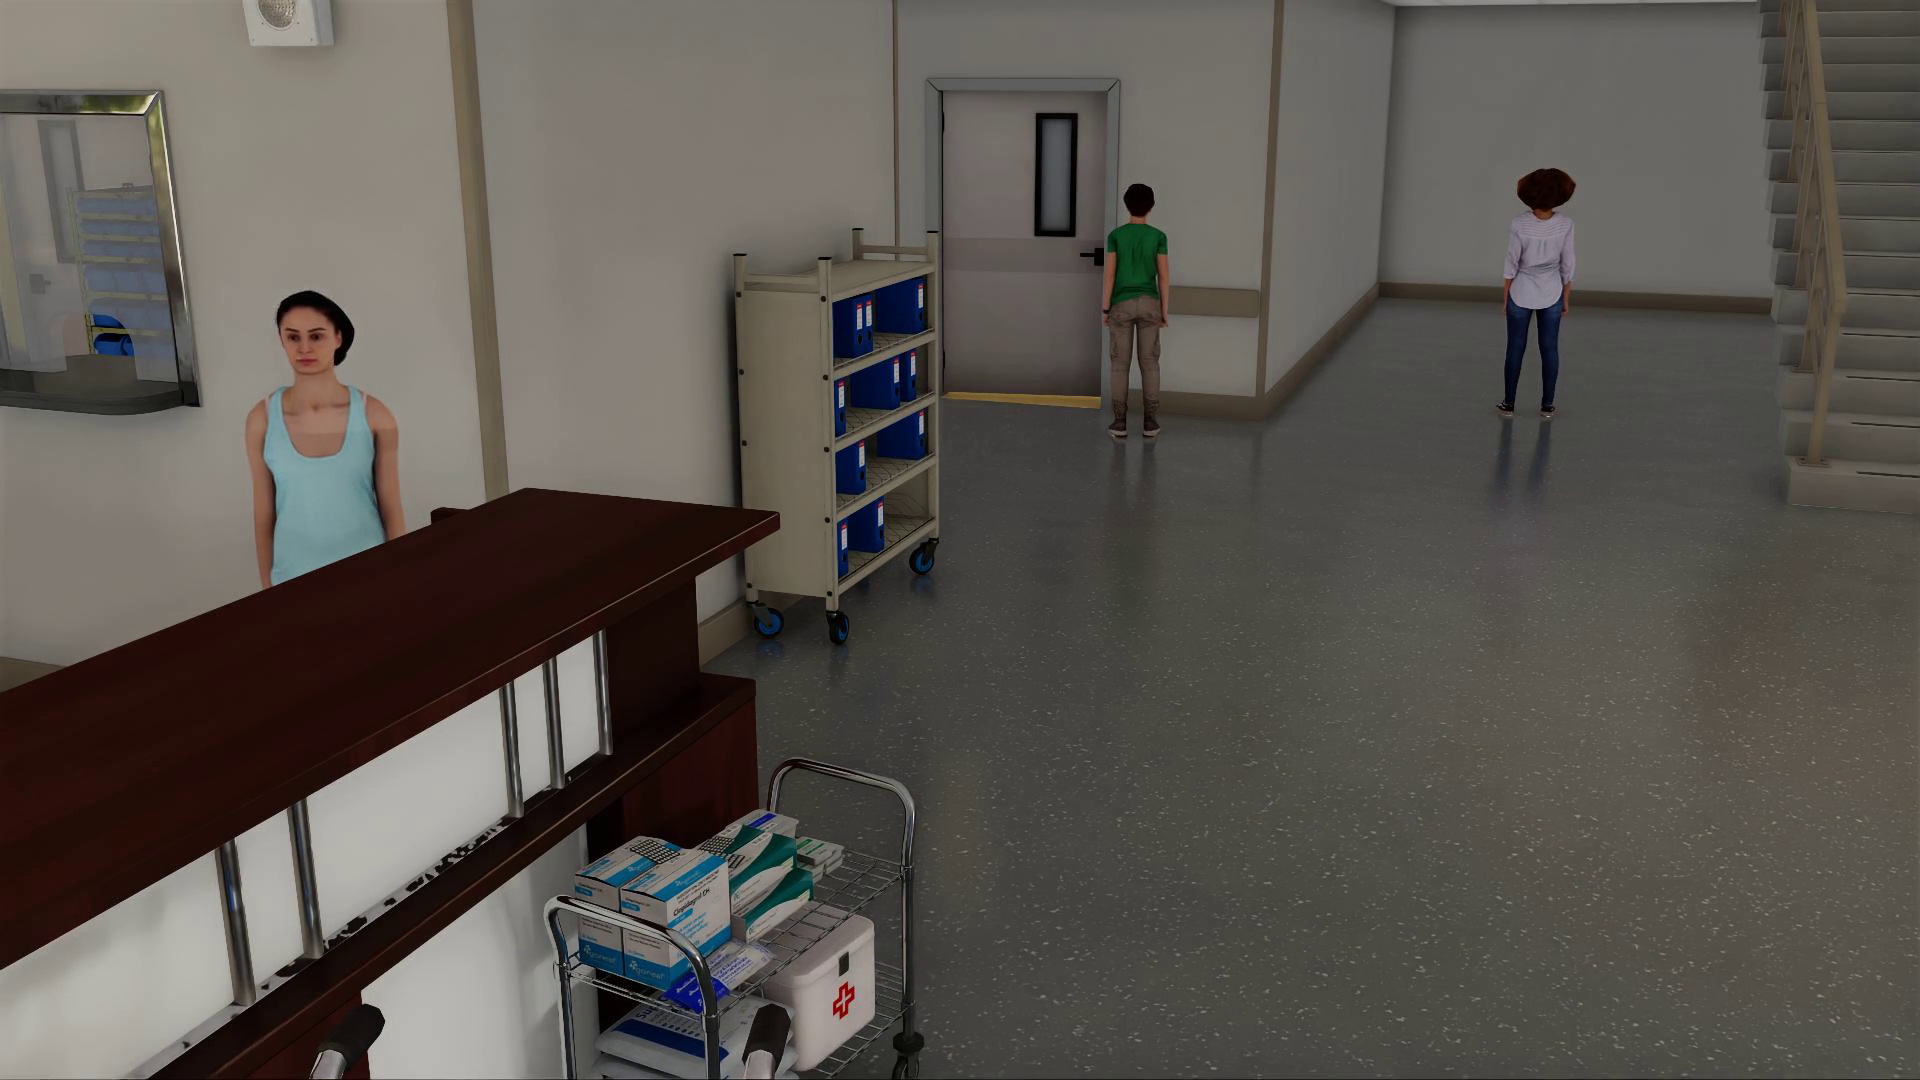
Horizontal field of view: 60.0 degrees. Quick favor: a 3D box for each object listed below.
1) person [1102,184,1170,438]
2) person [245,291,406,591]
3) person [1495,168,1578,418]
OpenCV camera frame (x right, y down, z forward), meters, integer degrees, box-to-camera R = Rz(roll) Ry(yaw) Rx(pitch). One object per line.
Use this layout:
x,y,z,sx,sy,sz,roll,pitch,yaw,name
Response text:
1.156,-1.513,10.956,0.660,1.651,0.631,0,16,1,person
-1.804,0.161,4.808,0.676,1.765,0.716,-4,16,-15,person
4.025,-1.730,11.612,0.670,1.713,0.656,3,16,11,person
